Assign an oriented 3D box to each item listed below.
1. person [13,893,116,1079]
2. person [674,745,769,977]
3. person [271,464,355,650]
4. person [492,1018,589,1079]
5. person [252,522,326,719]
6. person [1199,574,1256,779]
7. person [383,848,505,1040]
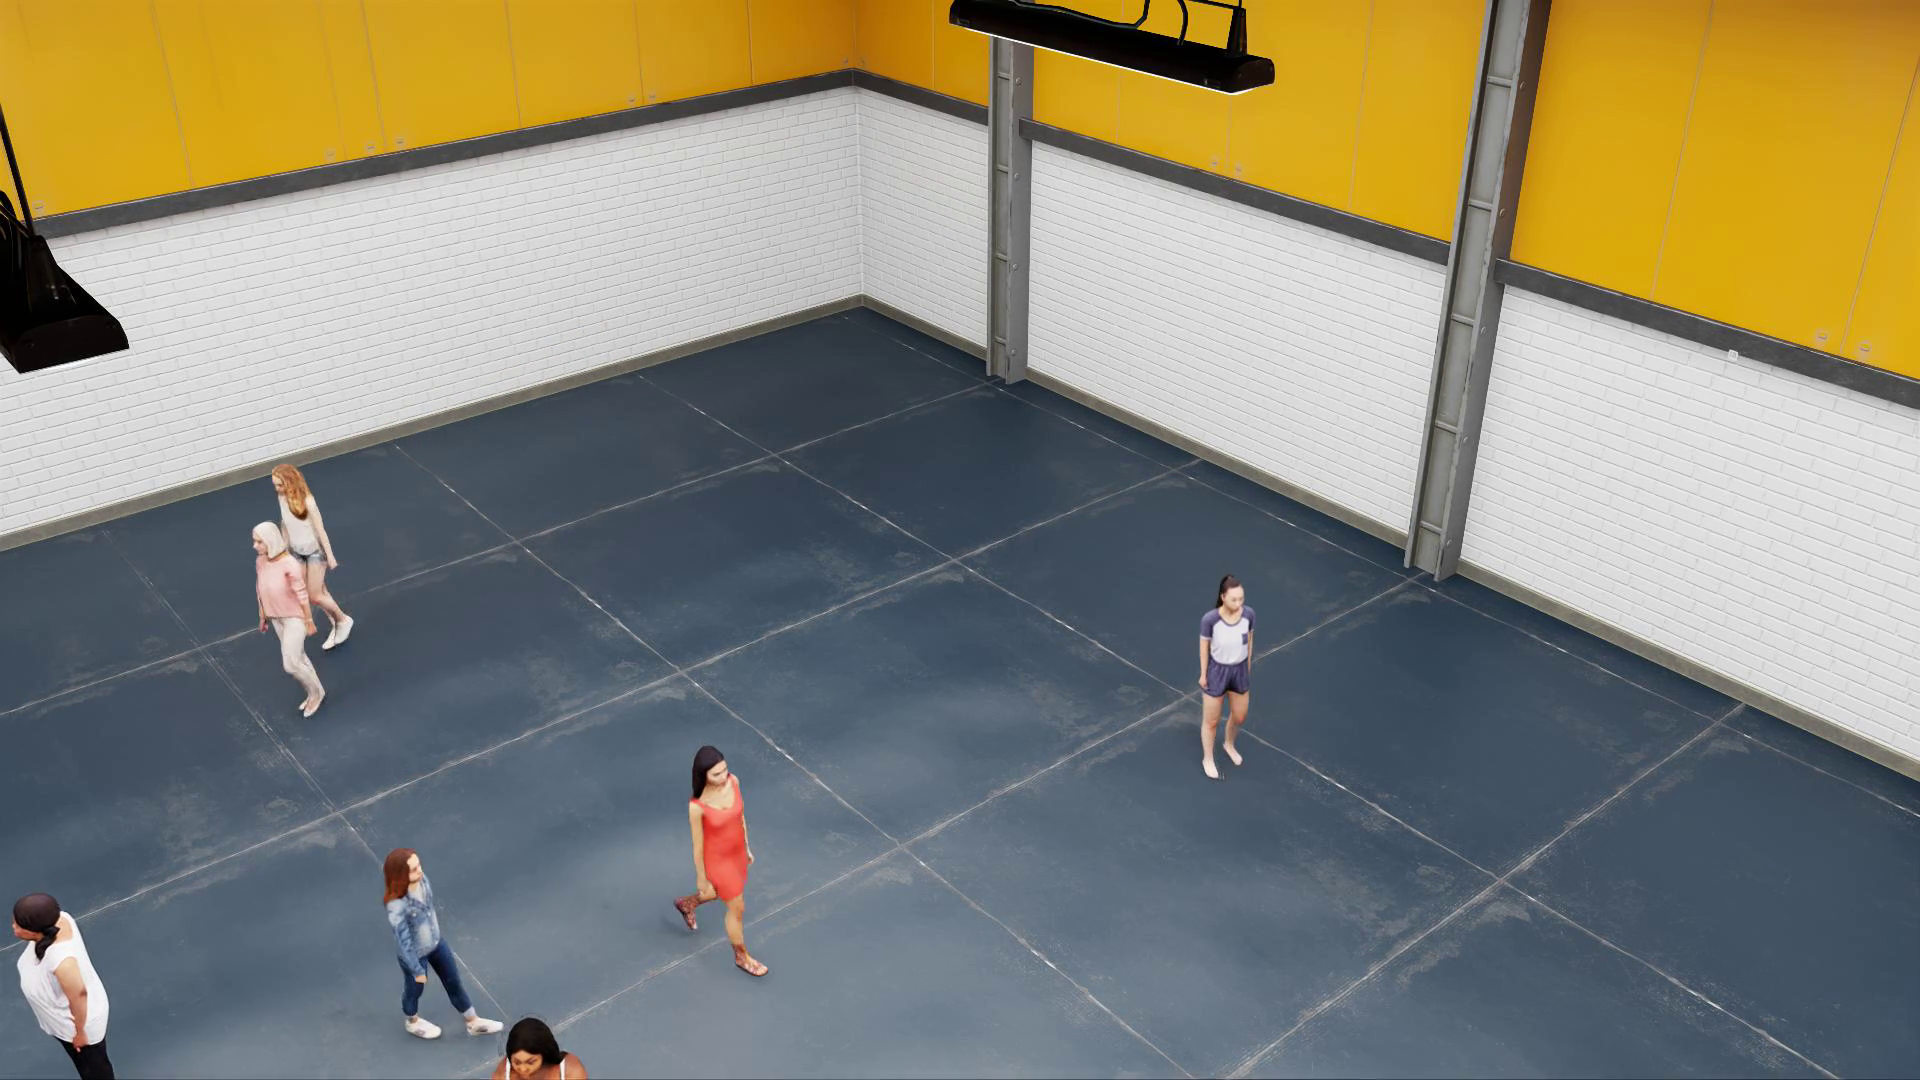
[{"bbox_3d":[-5.041,2.669,9.408,0.741,1.688,0.578,-17,33,-28],"label":"person"},{"bbox_3d":[-1.573,2.009,10.614,1.073,1.693,0.812,16,32,26],"label":"person"},{"bbox_3d":[-5.407,0.098,14.066,0.667,1.741,0.768,16,32,26],"label":"person"},{"bbox_3d":[-2.095,3.110,8.475,0.751,1.807,0.780,-3,29,-5],"label":"person"},{"bbox_3d":[-5.263,0.582,13.210,0.677,1.711,0.766,15,32,26],"label":"person"},{"bbox_3d":[1.975,0.995,12.517,0.686,1.649,0.698,-7,29,-12],"label":"person"},{"bbox_3d":[-3.323,2.456,10.038,0.969,1.458,0.858,7,29,13],"label":"person"}]
